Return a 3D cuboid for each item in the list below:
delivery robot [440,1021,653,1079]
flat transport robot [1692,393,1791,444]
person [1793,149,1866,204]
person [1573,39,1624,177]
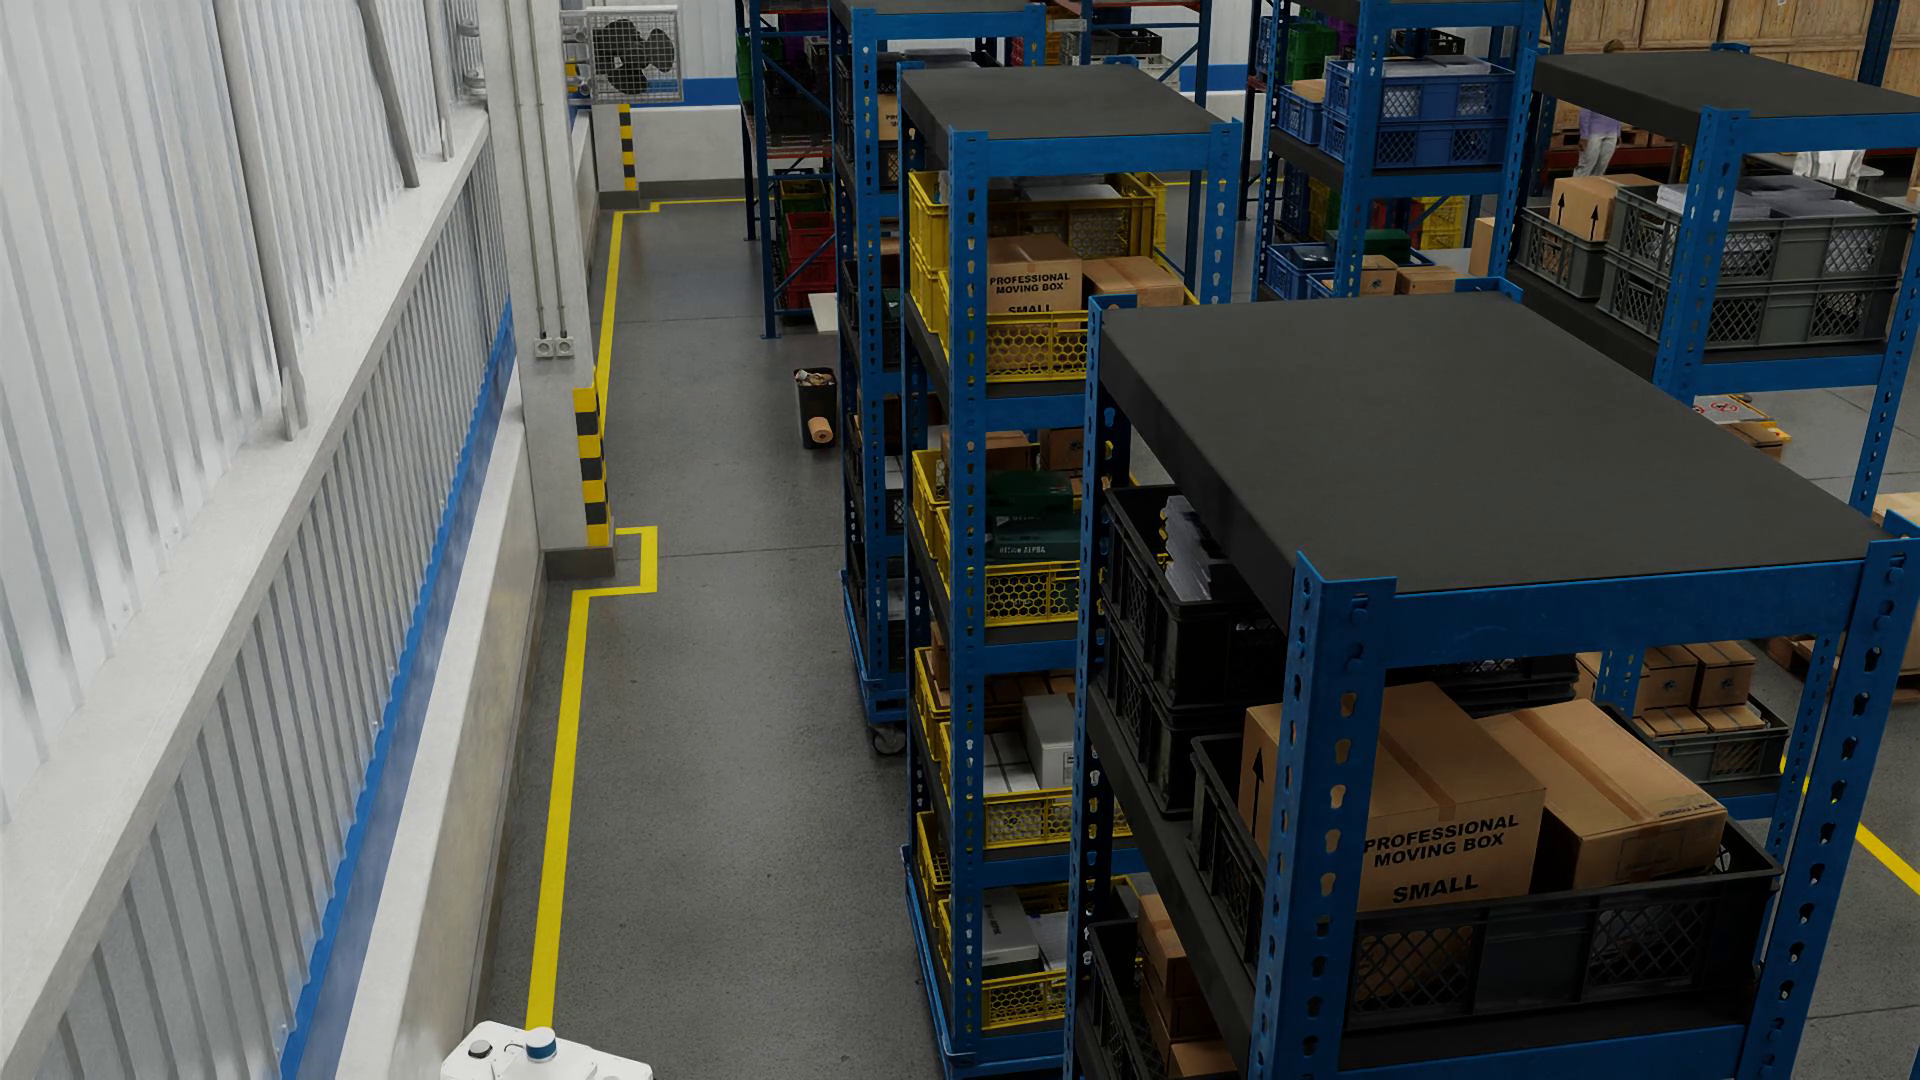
[{"bbox_3d":[-1.418,1.892,5.708,0.707,0.478,0.477,9,26,18],"label":"delivery robot"},{"bbox_3d":[5.224,-0.859,12.132,1.431,0.197,0.652,-4,25,-8],"label":"flat transport robot"},{"bbox_3d":[7.662,-2.973,14.815,0.575,1.883,0.362,3,25,5],"label":"person"},{"bbox_3d":[6.806,-4.323,17.682,0.630,1.940,0.372,-14,28,-28],"label":"person"}]
